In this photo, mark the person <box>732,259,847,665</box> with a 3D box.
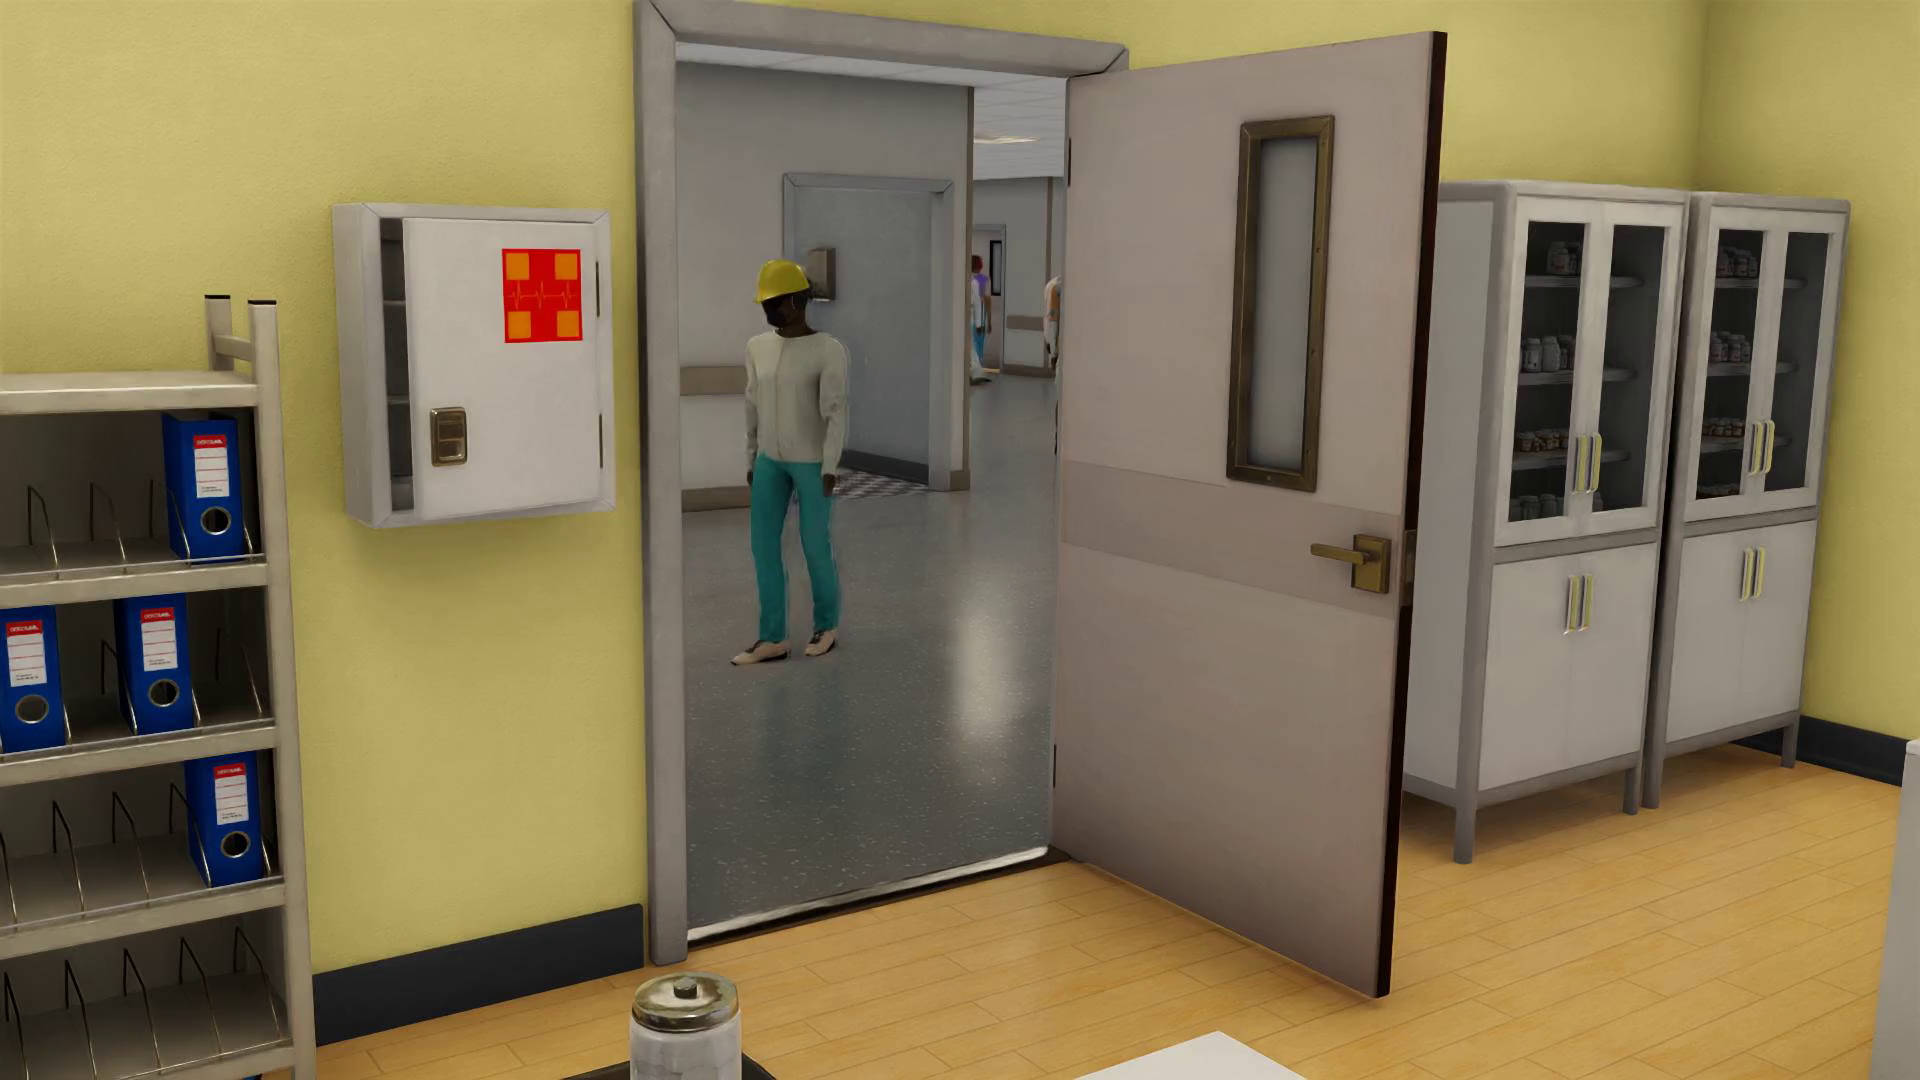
[{"bbox_3d":[-0.731,-0.331,7.213,0.552,1.734,0.563,5,10,24],"label":"person"}]
